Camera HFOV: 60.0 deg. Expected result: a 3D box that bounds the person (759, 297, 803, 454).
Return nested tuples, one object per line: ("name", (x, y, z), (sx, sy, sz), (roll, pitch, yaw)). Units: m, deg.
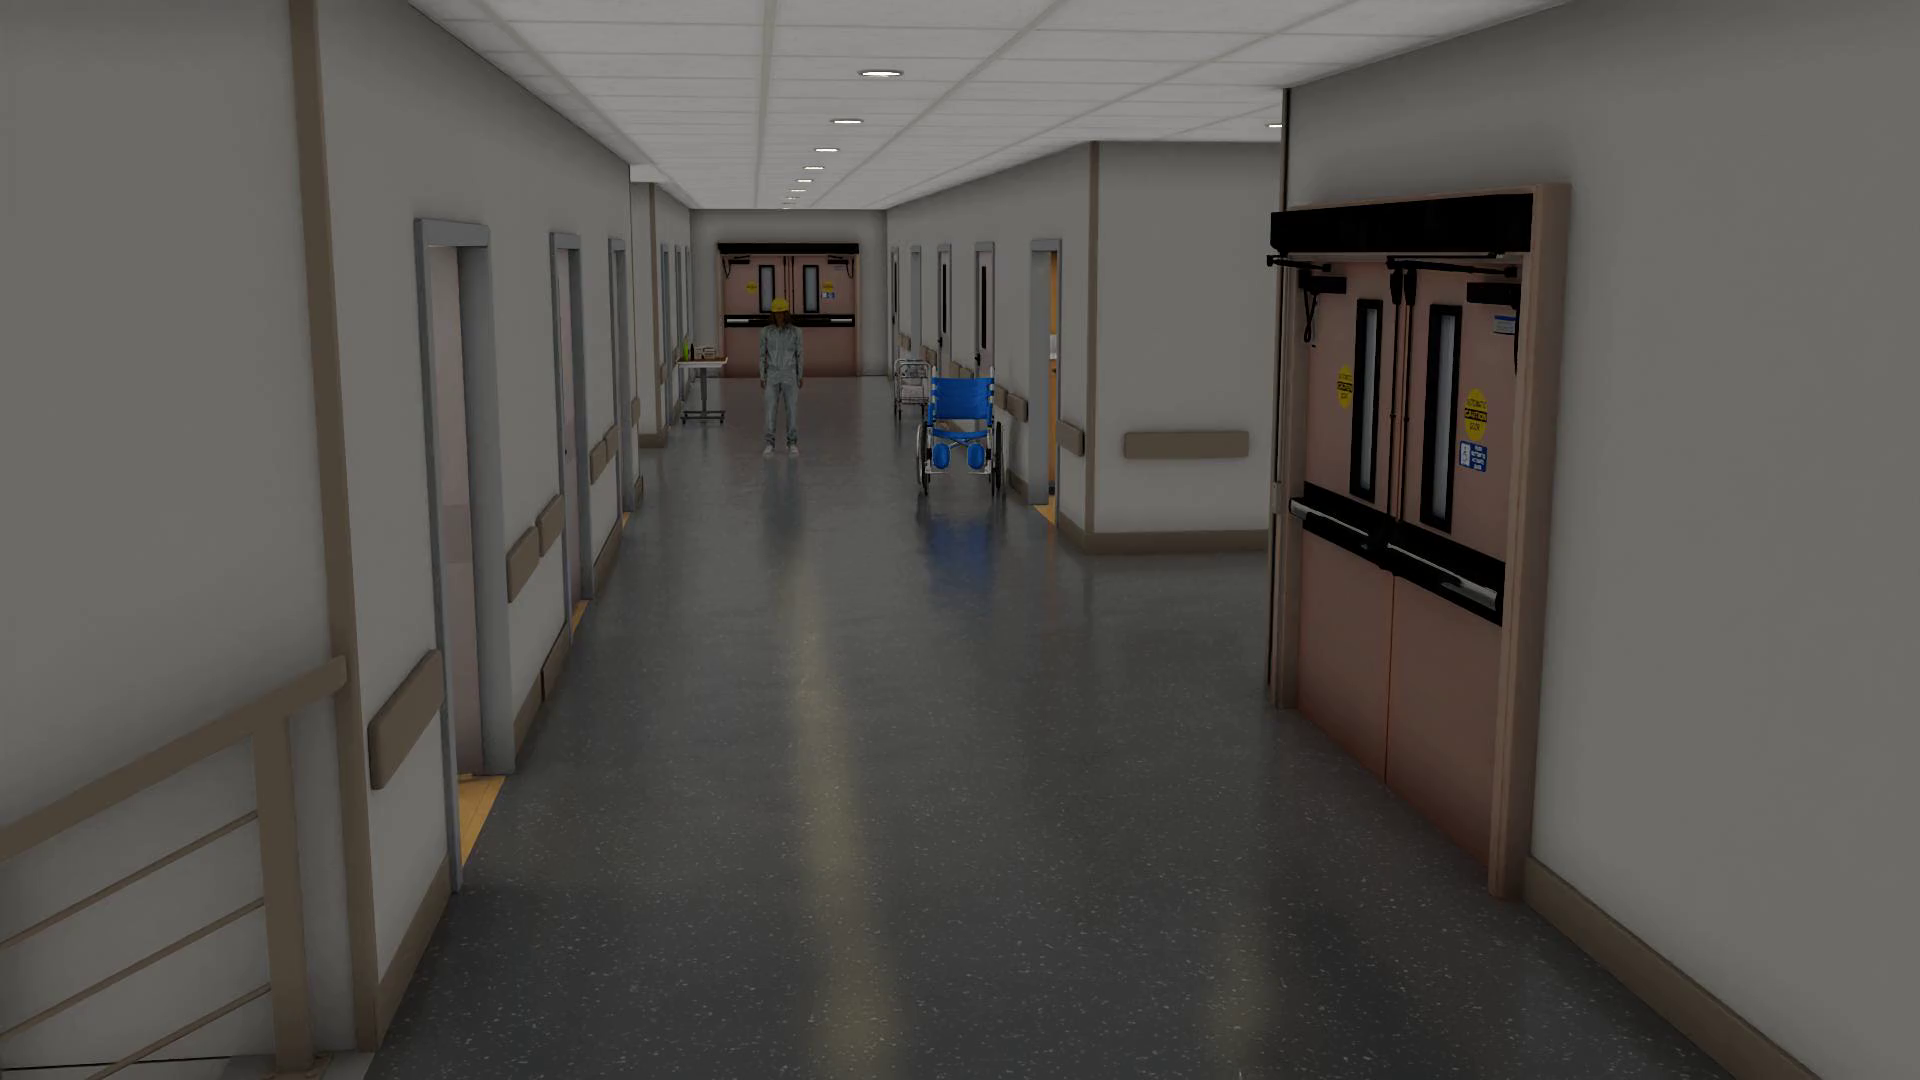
("person", (-1.981, -1.814, 18.462), (0.492, 1.742, 0.320), (-1, 10, -7))
